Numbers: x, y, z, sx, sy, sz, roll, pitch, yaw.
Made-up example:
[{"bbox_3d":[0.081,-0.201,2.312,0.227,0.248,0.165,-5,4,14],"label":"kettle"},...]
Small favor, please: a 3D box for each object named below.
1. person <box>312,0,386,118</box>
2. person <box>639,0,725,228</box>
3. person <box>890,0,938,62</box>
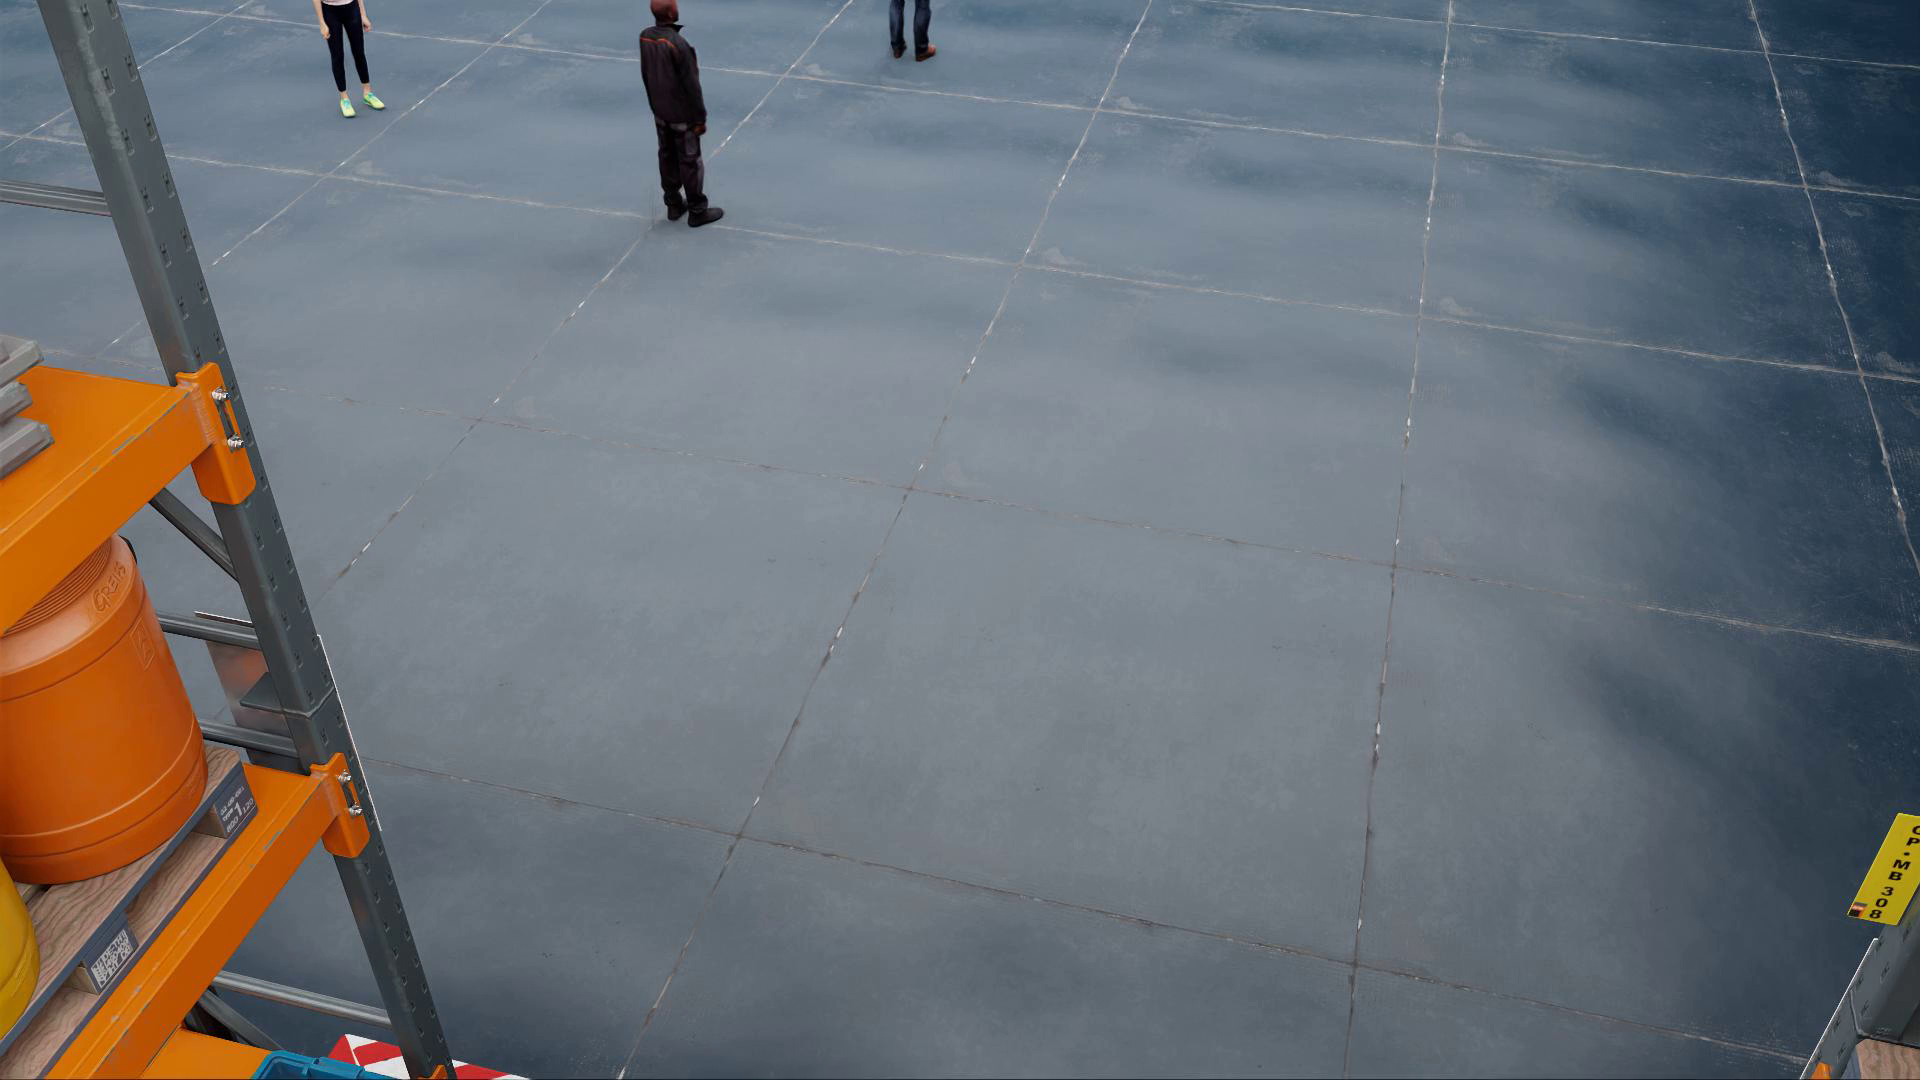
[{"bbox_3d":[-5.427,-4.598,14.567,0.651,1.702,0.739,-26,45,-29],"label":"person"},{"bbox_3d":[-2.204,-3.320,12.833,0.772,1.826,0.726,24,44,27],"label":"person"},{"bbox_3d":[-0.457,-5.397,15.424,0.771,1.906,0.667,13,40,16],"label":"person"}]
